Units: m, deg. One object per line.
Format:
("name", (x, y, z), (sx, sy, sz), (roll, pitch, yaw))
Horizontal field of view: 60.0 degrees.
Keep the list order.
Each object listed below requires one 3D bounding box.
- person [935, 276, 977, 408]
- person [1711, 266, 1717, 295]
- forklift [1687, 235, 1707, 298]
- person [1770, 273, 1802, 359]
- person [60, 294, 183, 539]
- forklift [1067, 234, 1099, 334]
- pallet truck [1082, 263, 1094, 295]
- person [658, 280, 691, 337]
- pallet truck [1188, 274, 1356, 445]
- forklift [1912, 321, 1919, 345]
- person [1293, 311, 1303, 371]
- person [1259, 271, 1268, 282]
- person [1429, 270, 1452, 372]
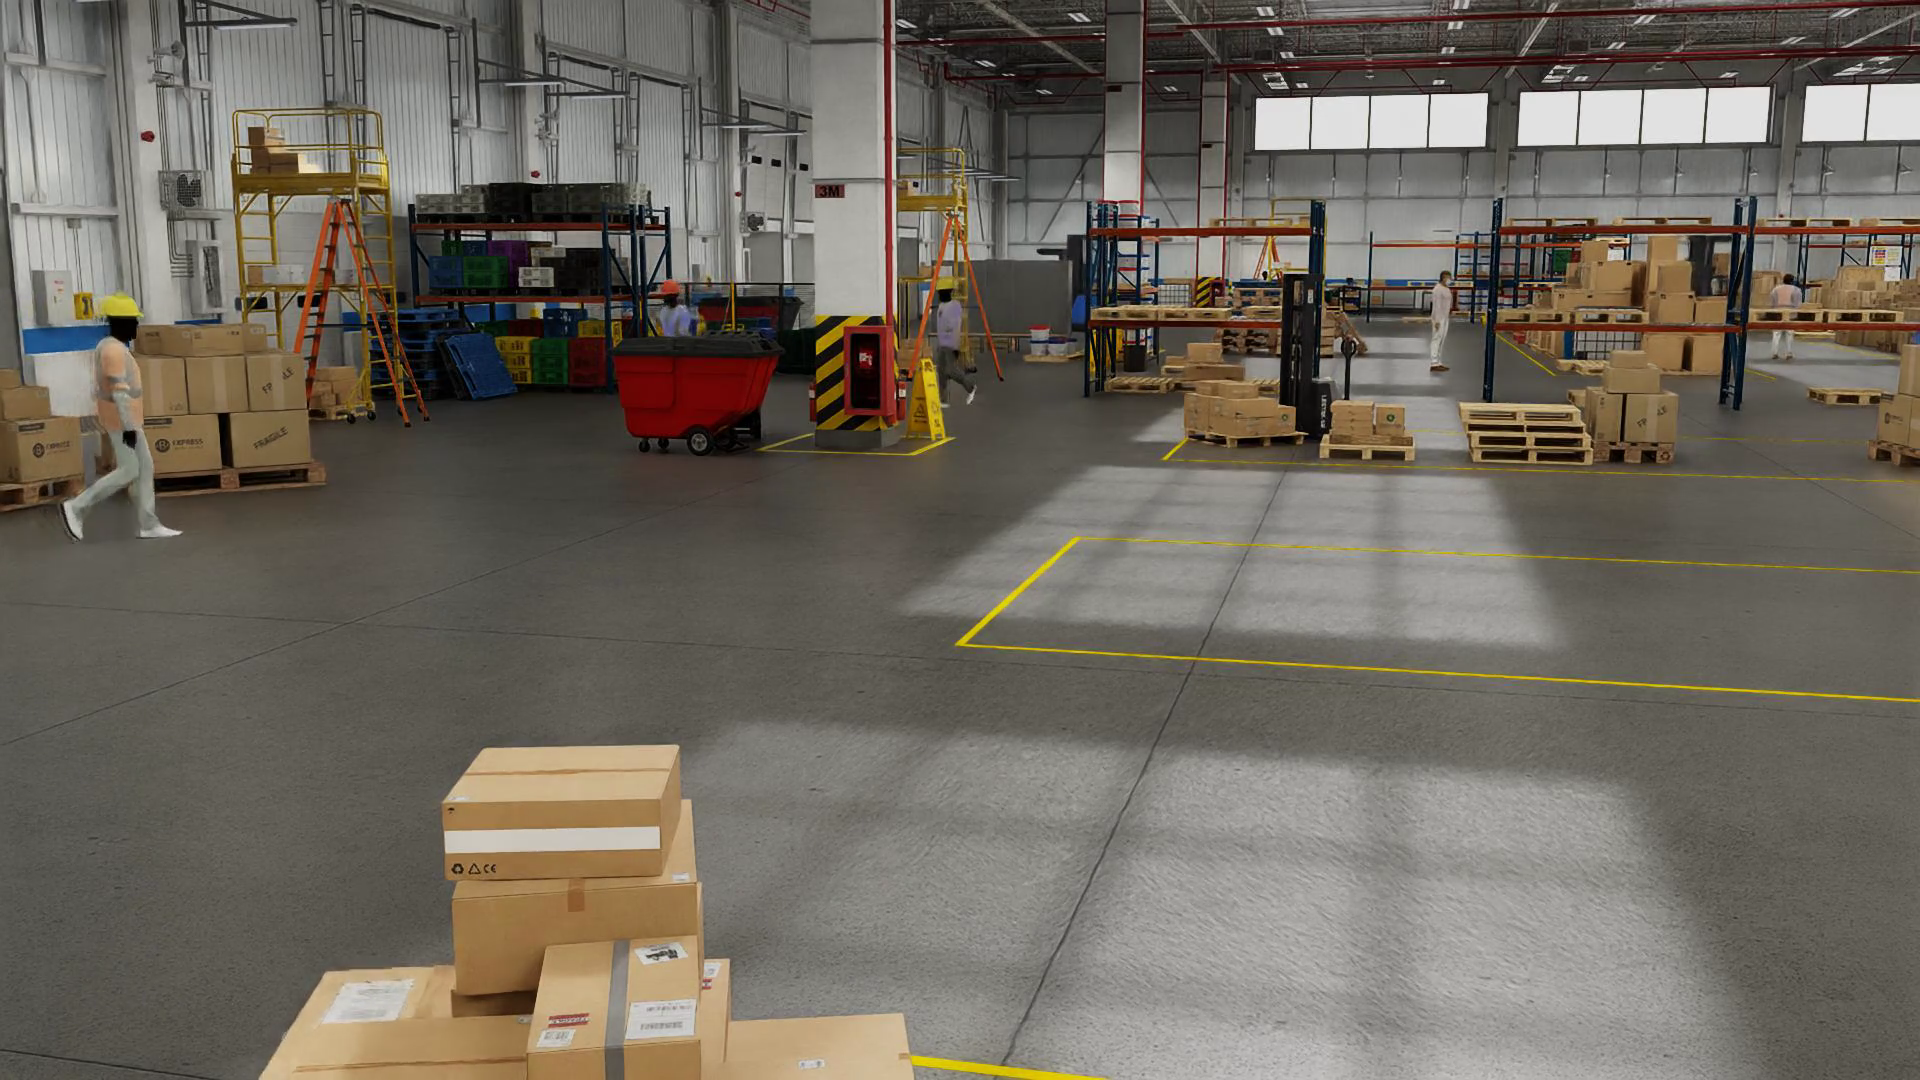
("person", (-0.116, -2.844, 24.018), (0.638, 1.911, 0.592), (-5, 11, -27))
("person", (22.881, -7.404, 50.820), (0.374, 1.932, 0.624), (3, 10, 17))
("forklift", (21.583, -7.555, 48.888), (1.873, 2.768, 1.129), (2, 10, 14))
("person", (17.705, -4.789, 35.663), (0.633, 1.839, 0.429), (9, 13, 41))
("person", (-6.458, -0.923, 12.707), (0.747, 1.906, 0.599), (-3, 10, -20))
("forklift", (3.295, -7.323, 47.520), (1.873, 2.768, 1.129), (2, 10, 14))
("pallet truck", (4.325, -8.180, 55.162), (0.823, 1.965, 1.885), (6, 11, 31))
("person", (-3.703, -2.381, 21.368), (0.552, 1.878, 0.998), (8, 12, 39))
("pallet truck", (3.653, -2.138, 19.590), (1.885, 1.965, 0.823), (-4, 10, -20))
("forklift", (17.213, -3.995, 27.924), (1.873, 2.768, 1.129), (2, 10, 14))
("person", (6.625, -4.101, 31.924), (0.323, 1.736, 0.488), (6, 11, 30))
("person", (10.888, -8.758, 59.441), (0.542, 1.697, 0.316), (-6, 11, -30))
("person", (9.226, -4.193, 31.883), (0.371, 1.934, 0.627), (6, 11, 33))
